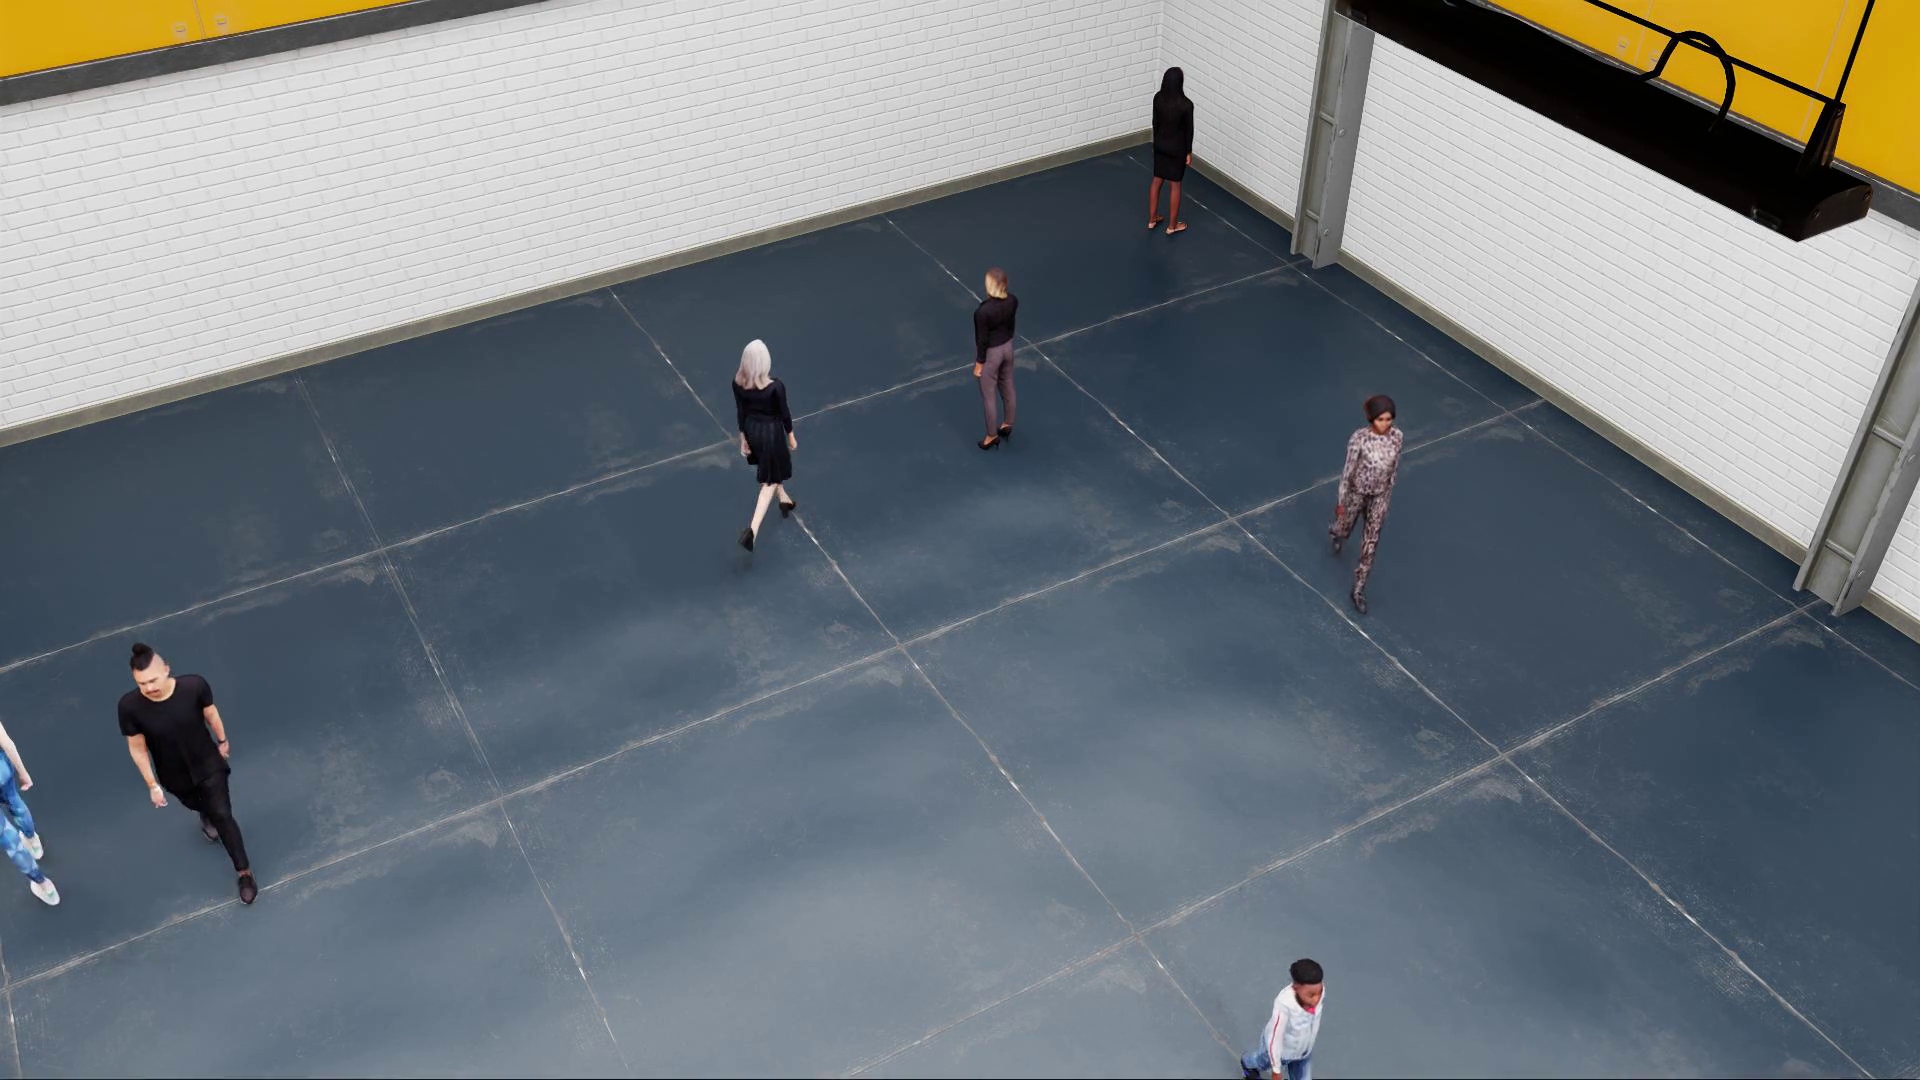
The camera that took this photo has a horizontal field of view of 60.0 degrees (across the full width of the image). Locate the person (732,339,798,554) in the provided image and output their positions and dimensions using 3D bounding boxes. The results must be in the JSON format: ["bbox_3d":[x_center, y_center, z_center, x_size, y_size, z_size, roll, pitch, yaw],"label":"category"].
[{"bbox_3d":[-1.479,-0.689,12.527,1.107,1.714,1.105,13,41,16],"label":"person"}]

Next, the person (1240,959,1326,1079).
[{"bbox_3d":[1.702,2.601,8.783,0.552,1.244,0.904,-15,41,-18],"label":"person"}]

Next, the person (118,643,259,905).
[{"bbox_3d":[-4.674,1.276,9.983,0.732,1.818,1.187,-18,42,-21],"label":"person"}]

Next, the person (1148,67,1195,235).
[{"bbox_3d":[2.092,-3.883,16.521,0.586,1.720,0.740,26,45,29],"label":"person"}]

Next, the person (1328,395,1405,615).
[{"bbox_3d":[2.931,-0.349,12.122,0.910,1.687,1.173,-2,39,-3],"label":"person"}]

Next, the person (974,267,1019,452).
[{"bbox_3d":[0.298,-1.467,13.535,0.613,1.671,0.645,31,48,33],"label":"person"}]

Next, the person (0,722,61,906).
[{"bbox_3d":[-5.657,1.496,9.754,0.993,1.760,0.788,25,45,28],"label":"person"}]
